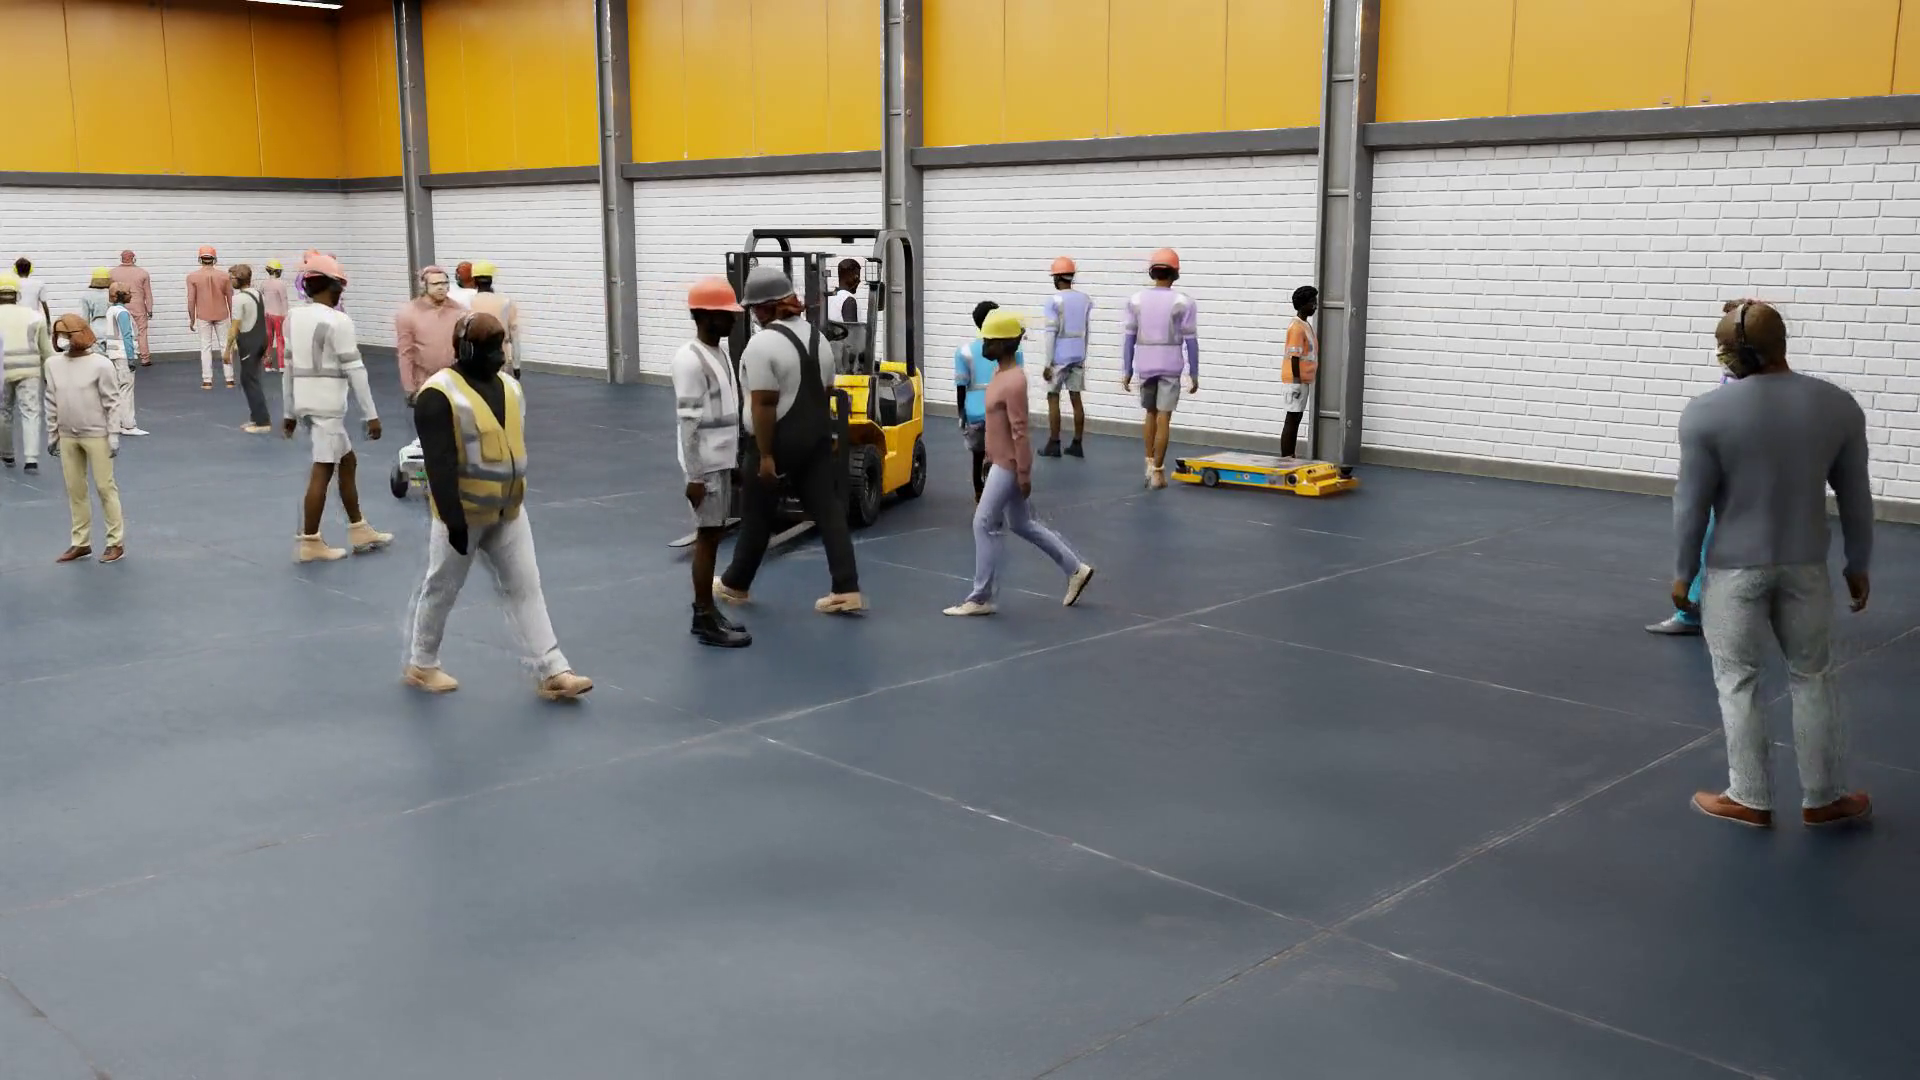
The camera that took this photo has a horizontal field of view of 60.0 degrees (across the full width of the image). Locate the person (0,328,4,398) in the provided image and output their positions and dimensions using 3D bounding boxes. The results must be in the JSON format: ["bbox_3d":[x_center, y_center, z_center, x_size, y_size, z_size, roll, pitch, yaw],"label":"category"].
[{"bbox_3d":[-6.631,-0.821,10.986,0.629,1.904,0.828,-6,12,-31],"label":"person"}]

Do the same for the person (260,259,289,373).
[{"bbox_3d":[-10.644,-3.479,25.899,0.522,1.759,0.349,5,11,23],"label":"person"}]

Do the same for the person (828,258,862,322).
[{"bbox_3d":[-1.097,-1.700,15.763,0.391,1.913,0.588,-5,11,-23],"label":"person"}]

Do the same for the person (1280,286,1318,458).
[{"bbox_3d":[3.021,-1.414,14.811,0.318,1.691,0.532,3,11,18],"label":"person"}]

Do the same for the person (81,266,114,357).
[{"bbox_3d":[-10.836,-2.594,21.101,0.491,1.743,0.319,-3,11,-16],"label":"person"}]

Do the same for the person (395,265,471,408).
[{"bbox_3d":[-4.237,-1.283,13.544,0.654,1.891,0.456,-7,12,-33],"label":"person"}]

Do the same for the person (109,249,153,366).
[{"bbox_3d":[-13.493,-3.773,27.111,0.637,1.900,0.404,-4,11,-19],"label":"person"}]

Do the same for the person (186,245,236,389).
[{"bbox_3d":[-10.434,-3.107,23.211,0.622,1.993,0.382,-6,12,-30],"label":"person"}]

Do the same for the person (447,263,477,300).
[{"bbox_3d":[-5.067,-1.938,17.259,0.599,1.841,0.950,-3,11,-14],"label":"person"}]

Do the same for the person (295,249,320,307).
[{"bbox_3d":[-9.210,-3.175,23.734,0.375,1.939,0.546,2,11,11],"label":"person"}]

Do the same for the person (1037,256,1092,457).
[{"bbox_3d":[0.988,-1.763,16.073,0.600,1.927,0.517,-7,12,-33],"label":"person"}]

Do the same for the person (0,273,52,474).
[{"bbox_3d":[-8.562,-1.509,15.065,0.623,1.779,0.933,-7,13,-35],"label":"person"}]

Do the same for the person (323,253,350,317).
[{"bbox_3d":[-9.228,-3.271,24.476,0.979,1.854,0.656,5,12,26],"label":"person"}]

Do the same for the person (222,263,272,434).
[{"bbox_3d":[-7.676,-2.040,17.837,0.538,1.826,0.522,1,10,4],"label":"person"}]

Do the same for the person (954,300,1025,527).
[{"bbox_3d":[0.220,-0.939,12.289,0.528,1.666,0.837,1,10,3],"label":"person"}]

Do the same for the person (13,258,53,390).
[{"bbox_3d":[-12.871,-2.978,22.991,0.543,1.820,1.007,-5,12,-25],"label":"person"}]

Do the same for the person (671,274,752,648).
[{"bbox_3d":[-1.279,-0.411,8.685,0.369,1.934,0.552,2,11,9],"label":"person"}]

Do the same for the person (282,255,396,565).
[{"bbox_3d":[-4.082,-0.865,10.979,0.684,1.993,0.875,9,13,39],"label":"person"}]

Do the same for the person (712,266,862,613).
[{"bbox_3d":[-0.987,-0.597,9.399,1.089,2.000,0.702,7,13,35],"label":"person"}]

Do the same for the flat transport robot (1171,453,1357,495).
[{"bbox_3d":[2.568,-0.576,14.115,1.431,0.197,0.652,9,14,40],"label":"flat transport robot"}]

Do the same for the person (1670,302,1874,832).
[{"bbox_3d":[2.934,0.110,5.964,0.773,1.908,0.346,1,10,4],"label":"person"}]

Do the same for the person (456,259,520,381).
[{"bbox_3d":[-4.462,-1.689,15.708,0.600,1.911,0.452,-5,11,-24],"label":"person"}]

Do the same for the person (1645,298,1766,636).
[{"bbox_3d":[4.174,-0.366,8.775,0.873,1.814,0.576,2,11,11],"label":"person"}]

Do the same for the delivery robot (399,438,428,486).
[{"bbox_3d":[-4.371,-0.700,13.760,0.477,0.478,0.707,0,10,-1],"label":"delivery robot"}]

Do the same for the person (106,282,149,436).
[{"bbox_3d":[-8.931,-1.931,17.770,0.310,1.638,0.523,-9,14,-41],"label":"person"}]

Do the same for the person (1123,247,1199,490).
[{"bbox_3d":[1.741,-1.453,14.099,0.637,2.024,0.687,5,12,27],"label":"person"}]

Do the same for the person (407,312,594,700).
[{"bbox_3d":[-2.191,-0.144,7.631,1.003,1.788,0.646,6,12,28],"label":"person"}]

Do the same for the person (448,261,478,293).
[{"bbox_3d":[-5.529,-2.195,18.673,0.430,1.840,0.620,10,14,43],"label":"person"}]

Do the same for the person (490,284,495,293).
[{"bbox_3d":[-6.000,-2.533,21.094,0.496,1.626,0.276,-2,11,-13],"label":"person"}]

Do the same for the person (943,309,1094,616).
[{"bbox_3d":[0.344,-0.434,9.344,0.815,1.734,0.527,-1,10,-3],"label":"person"}]

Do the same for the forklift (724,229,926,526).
[{"bbox_3d":[-1.050,-1.319,12.920,1.214,2.155,2.313,2,11,13],"label":"forklift"}]

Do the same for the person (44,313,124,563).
[{"bbox_3d":[-5.723,-0.662,10.863,0.507,1.631,0.266,1,10,8],"label":"person"}]
